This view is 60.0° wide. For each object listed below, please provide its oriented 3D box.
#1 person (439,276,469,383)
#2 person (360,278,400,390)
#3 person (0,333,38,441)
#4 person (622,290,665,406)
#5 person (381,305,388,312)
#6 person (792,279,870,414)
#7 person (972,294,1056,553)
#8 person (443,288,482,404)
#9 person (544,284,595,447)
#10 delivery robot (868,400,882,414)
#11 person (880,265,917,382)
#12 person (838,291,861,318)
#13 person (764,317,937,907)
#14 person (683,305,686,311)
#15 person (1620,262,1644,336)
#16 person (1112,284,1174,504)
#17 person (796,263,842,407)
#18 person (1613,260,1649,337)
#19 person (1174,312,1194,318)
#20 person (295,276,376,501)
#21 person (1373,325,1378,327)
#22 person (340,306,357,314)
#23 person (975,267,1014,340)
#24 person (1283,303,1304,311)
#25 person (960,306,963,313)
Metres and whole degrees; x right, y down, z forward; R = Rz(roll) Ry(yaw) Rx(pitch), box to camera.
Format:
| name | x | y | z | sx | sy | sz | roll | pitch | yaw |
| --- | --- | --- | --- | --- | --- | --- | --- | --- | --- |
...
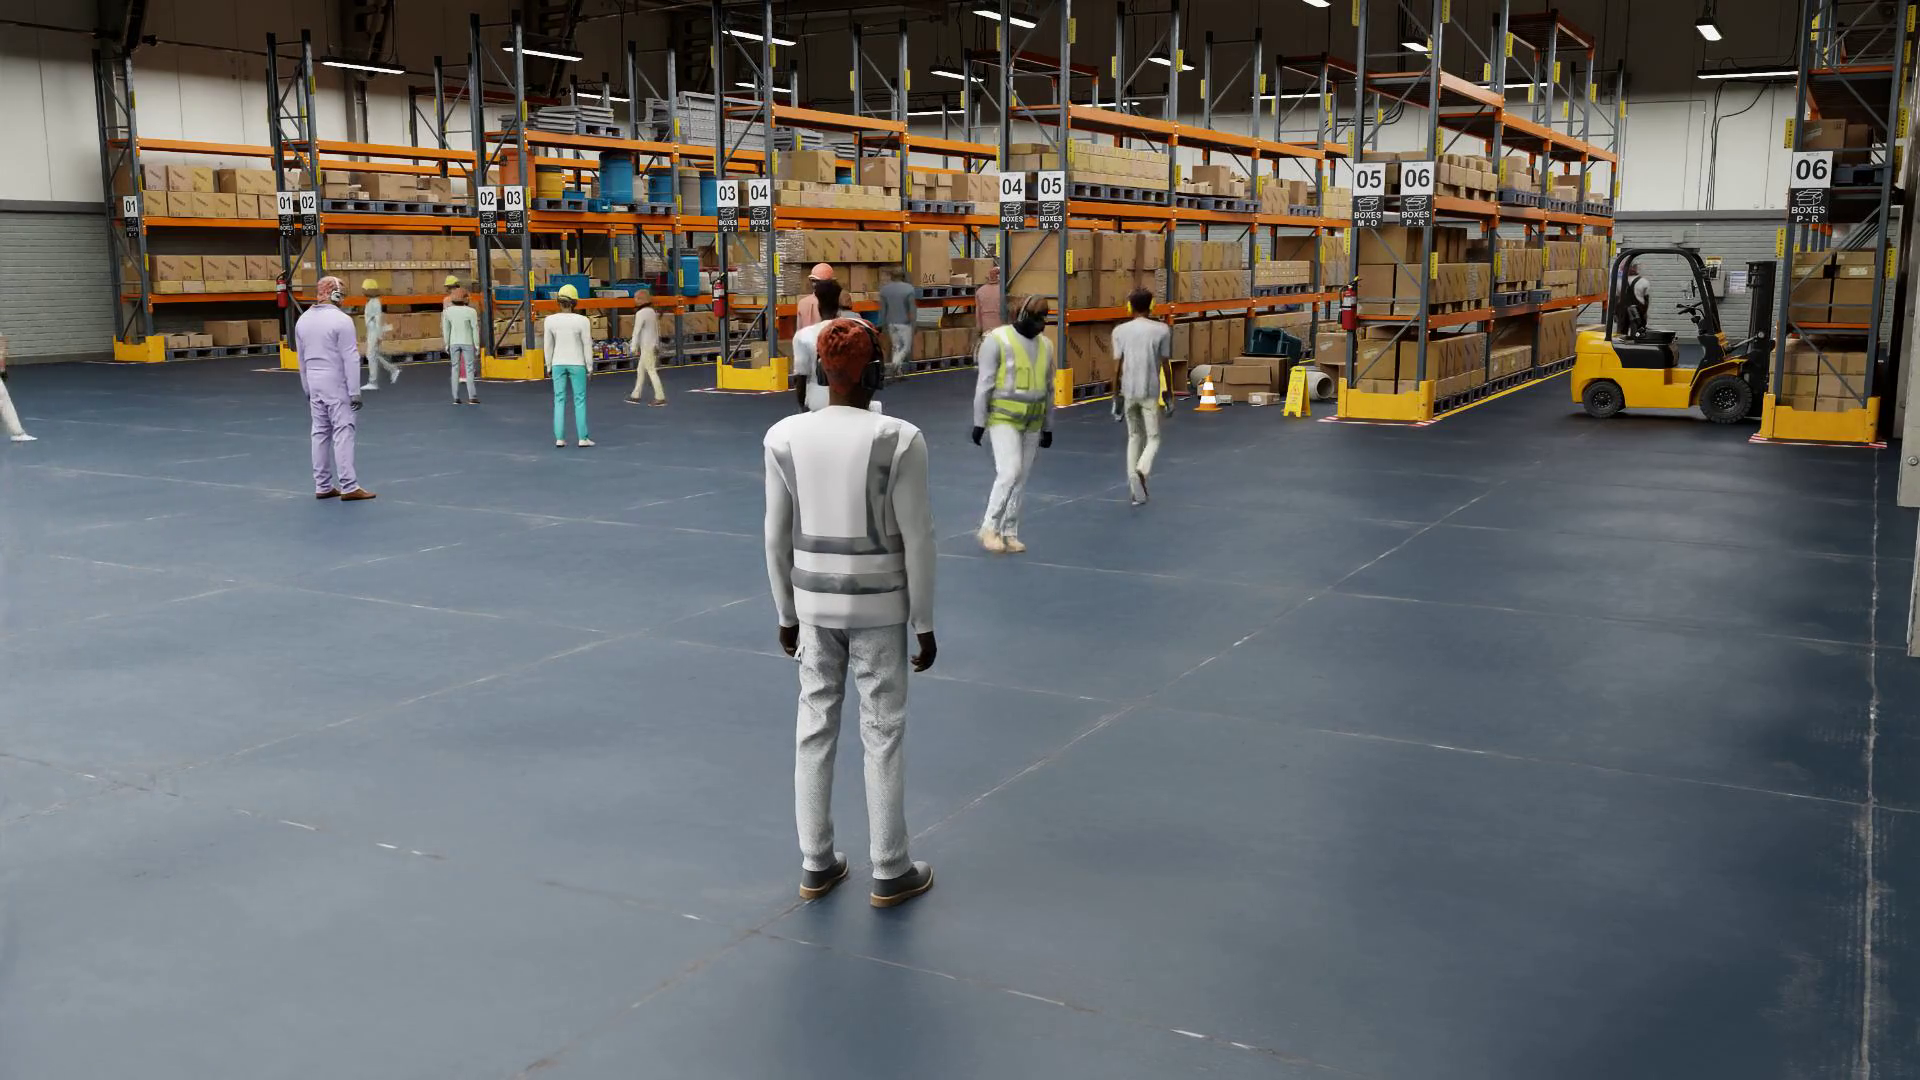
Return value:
| name | x | y | z | sx | sy | sz | roll | pitch | yaw |
| --- | --- | --- | --- | --- | --- | --- | --- | --- | --- |
| person | -8.296 | -3.445 | 27.235 | 0.592 | 1.745 | 0.544 | 5 | 11 | 28 |
| person | -9.104 | -3.215 | 25.958 | 0.557 | 1.729 | 0.497 | -5 | 11 | -28 |
| person | -10.812 | -1.888 | 18.583 | 0.778 | 1.603 | 0.533 | -3 | 10 | -15 |
| person | -4.450 | -2.668 | 23.139 | 0.775 | 1.599 | 0.526 | 2 | 10 | 12 |
| person | -11.893 | -4.635 | 33.815 | 0.612 | 1.897 | 0.633 | 3 | 10 | 19 |
| person | -0.971 | -1.041 | 12.771 | 0.607 | 1.903 | 1.051 | -1 | 10 | -4 |
| person | 0.399 | -0.803 | 11.631 | 0.669 | 1.812 | 0.453 | -8 | 12 | -38 |
| person | -6.981 | -2.716 | 23.331 | 0.507 | 1.632 | 0.268 | 1 | 10 | 5 |
| person | -4.240 | -1.886 | 18.084 | 0.533 | 1.767 | 0.326 | 1 | 10 | 5 |
| delivery robot | -1.159 | -1.443 | 18.756 | 0.477 | 0.478 | 0.707 | 4 | 10 | 21 |
| person | -1.020 | -3.528 | 27.238 | 0.654 | 1.925 | 0.547 | 5 | 11 | 26 |
| person | -1.484 | -2.371 | 21.314 | 0.497 | 1.633 | 0.285 | 1 | 10 | 5 |
| person | -0.339 | 0.237 | 5.315 | 0.575 | 1.883 | 0.355 | 4 | 10 | 20 |
| person | -7.064 | -6.001 | 41.574 | 0.966 | 1.966 | 0.619 | -10 | 14 | -44 |
| person | 14.015 | -4.862 | 34.990 | 0.640 | 1.938 | 1.011 | 1 | 10 | 4 |
| person | 1.487 | -1.177 | 13.714 | 0.522 | 1.844 | 0.662 | 4 | 10 | 20 |
| person | -1.481 | -1.962 | 17.860 | 0.613 | 1.995 | 0.391 | 8 | 12 | 38 |
| person | 13.265 | -4.562 | 32.947 | 0.682 | 2.000 | 0.867 | 5 | 11 | 28 |
| person | 5.146 | -5.448 | 38.583 | 0.671 | 1.886 | 0.529 | 3 | 10 | 16 |
| person | -5.321 | -1.283 | 14.162 | 0.643 | 1.903 | 0.401 | 5 | 11 | 29 |
| person | 9.268 | -5.091 | 36.583 | 0.515 | 1.860 | 0.325 | 3 | 10 | 18 |
| person | -12.935 | -4.839 | 35.065 | 0.519 | 1.874 | 0.327 | 4 | 10 | 22 |
| person | 0.566 | -3.301 | 25.965 | 0.650 | 1.904 | 0.401 | 6 | 11 | 31 |
| person | 7.552 | -5.294 | 37.891 | 0.669 | 1.820 | 0.582 | -6 | 11 | -30 |
| person | 0.163 | -5.238 | 37.983 | 0.818 | 1.649 | 0.551 | -9 | 13 | -44 |
